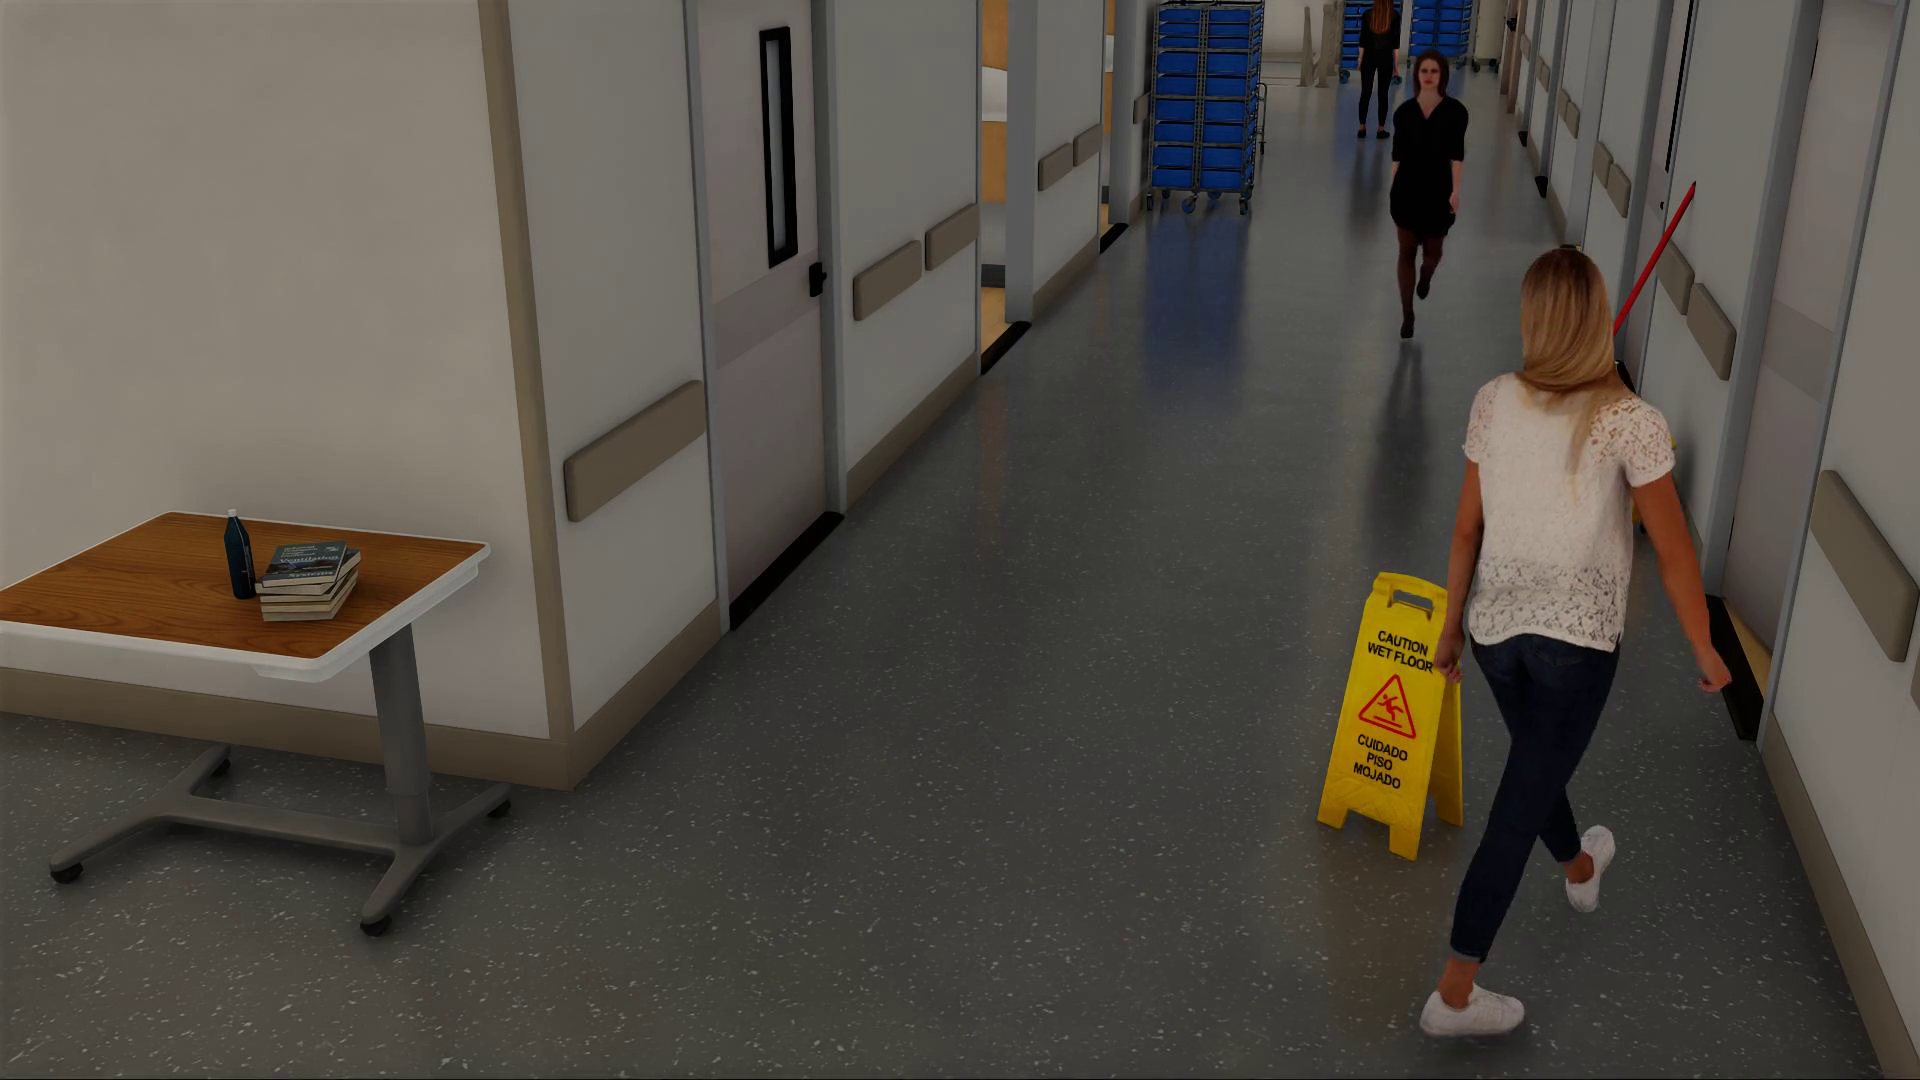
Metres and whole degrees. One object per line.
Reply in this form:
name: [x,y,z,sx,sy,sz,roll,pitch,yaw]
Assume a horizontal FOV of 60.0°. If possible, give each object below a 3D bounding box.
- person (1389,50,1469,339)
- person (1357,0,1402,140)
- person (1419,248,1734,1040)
person: [2.822,-2.092,10.094,0.630,1.690,0.876,8,22,20]
person: [4.765,-5.480,19.008,0.637,1.711,0.570,9,22,22]
person: [1.240,0.289,3.706,1.275,1.762,1.141,-14,25,-32]
